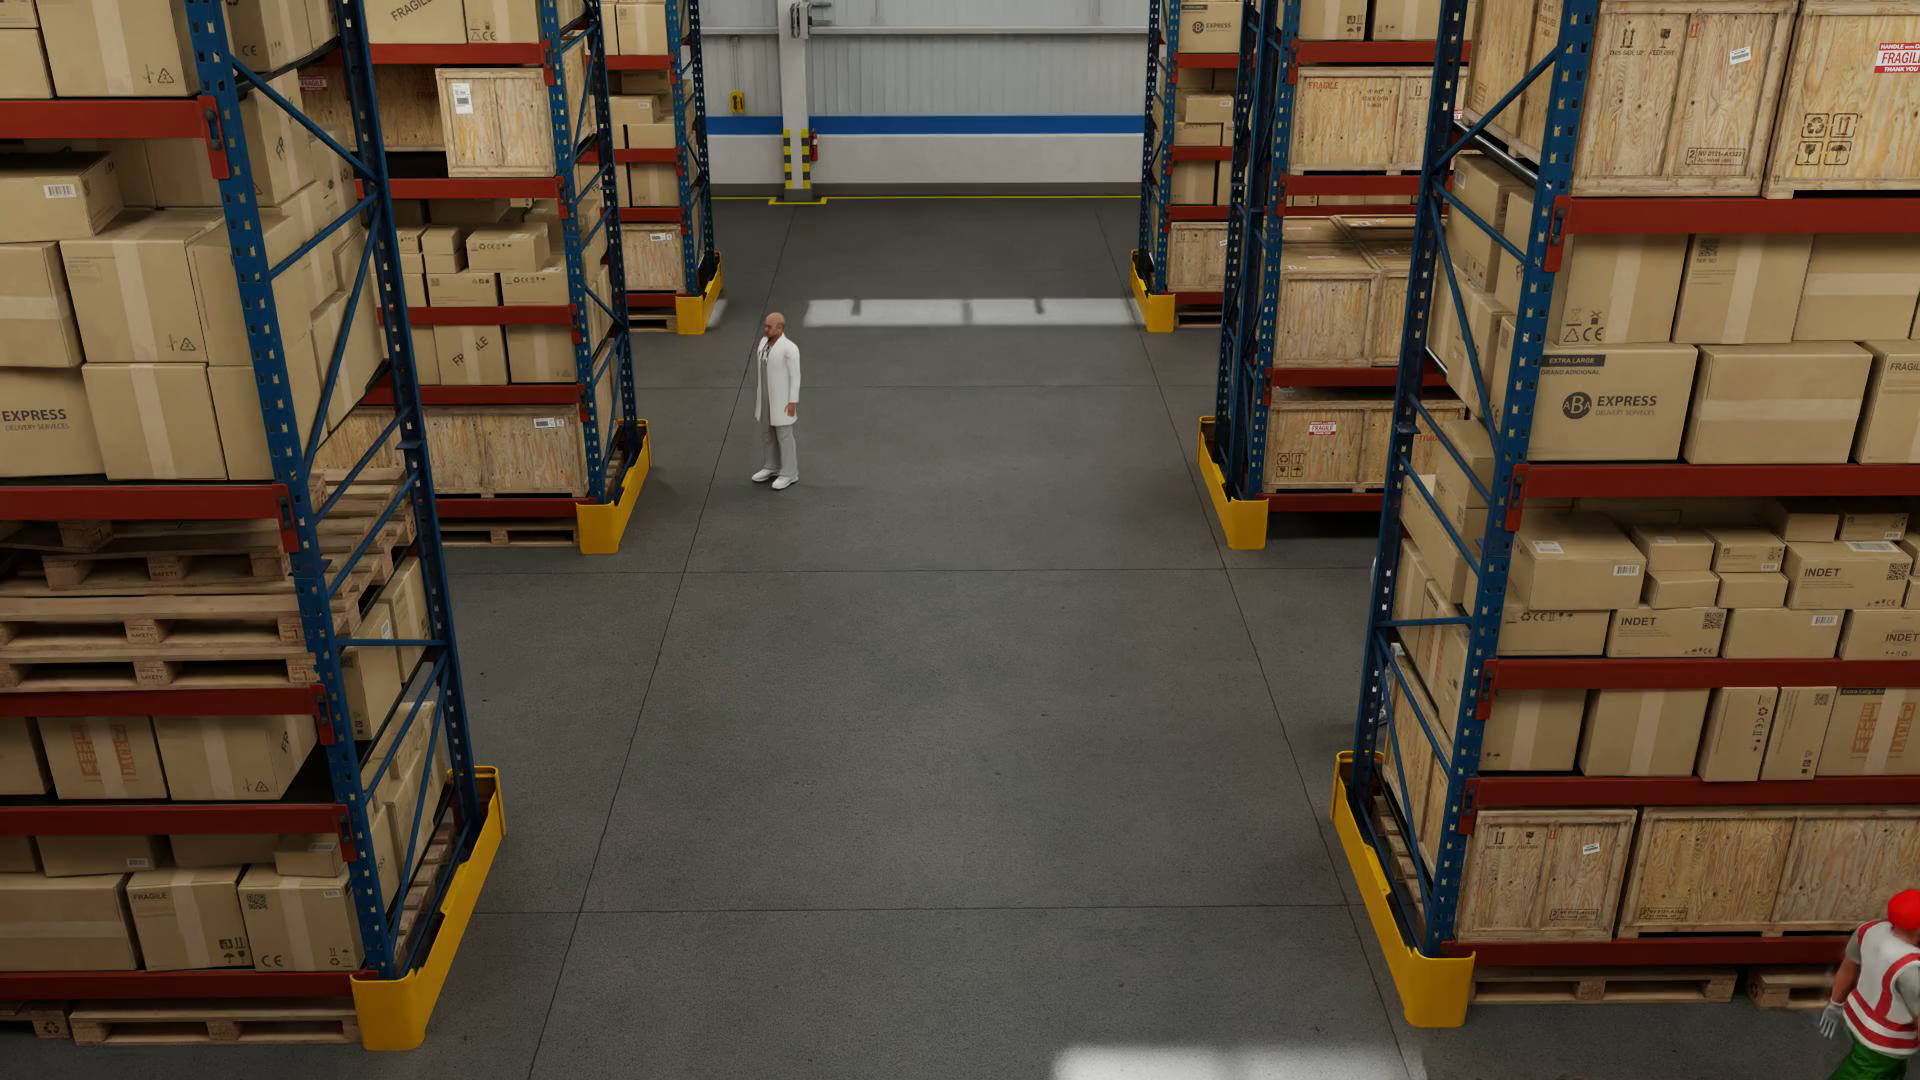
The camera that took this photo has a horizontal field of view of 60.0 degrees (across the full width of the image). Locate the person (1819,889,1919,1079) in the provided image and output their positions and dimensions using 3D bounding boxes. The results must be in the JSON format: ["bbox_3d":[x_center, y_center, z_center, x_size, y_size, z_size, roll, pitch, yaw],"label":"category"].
[{"bbox_3d":[4.747,2.513,8.478,1.050,1.749,0.517,2,25,5],"label":"person"}]

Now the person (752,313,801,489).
[{"bbox_3d":[-1.901,-1.424,16.897,0.569,1.782,0.416,21,32,38],"label":"person"}]

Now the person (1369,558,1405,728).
[{"bbox_3d":[3.311,0.662,12.431,0.398,1.793,0.536,-14,28,-27],"label":"person"}]
